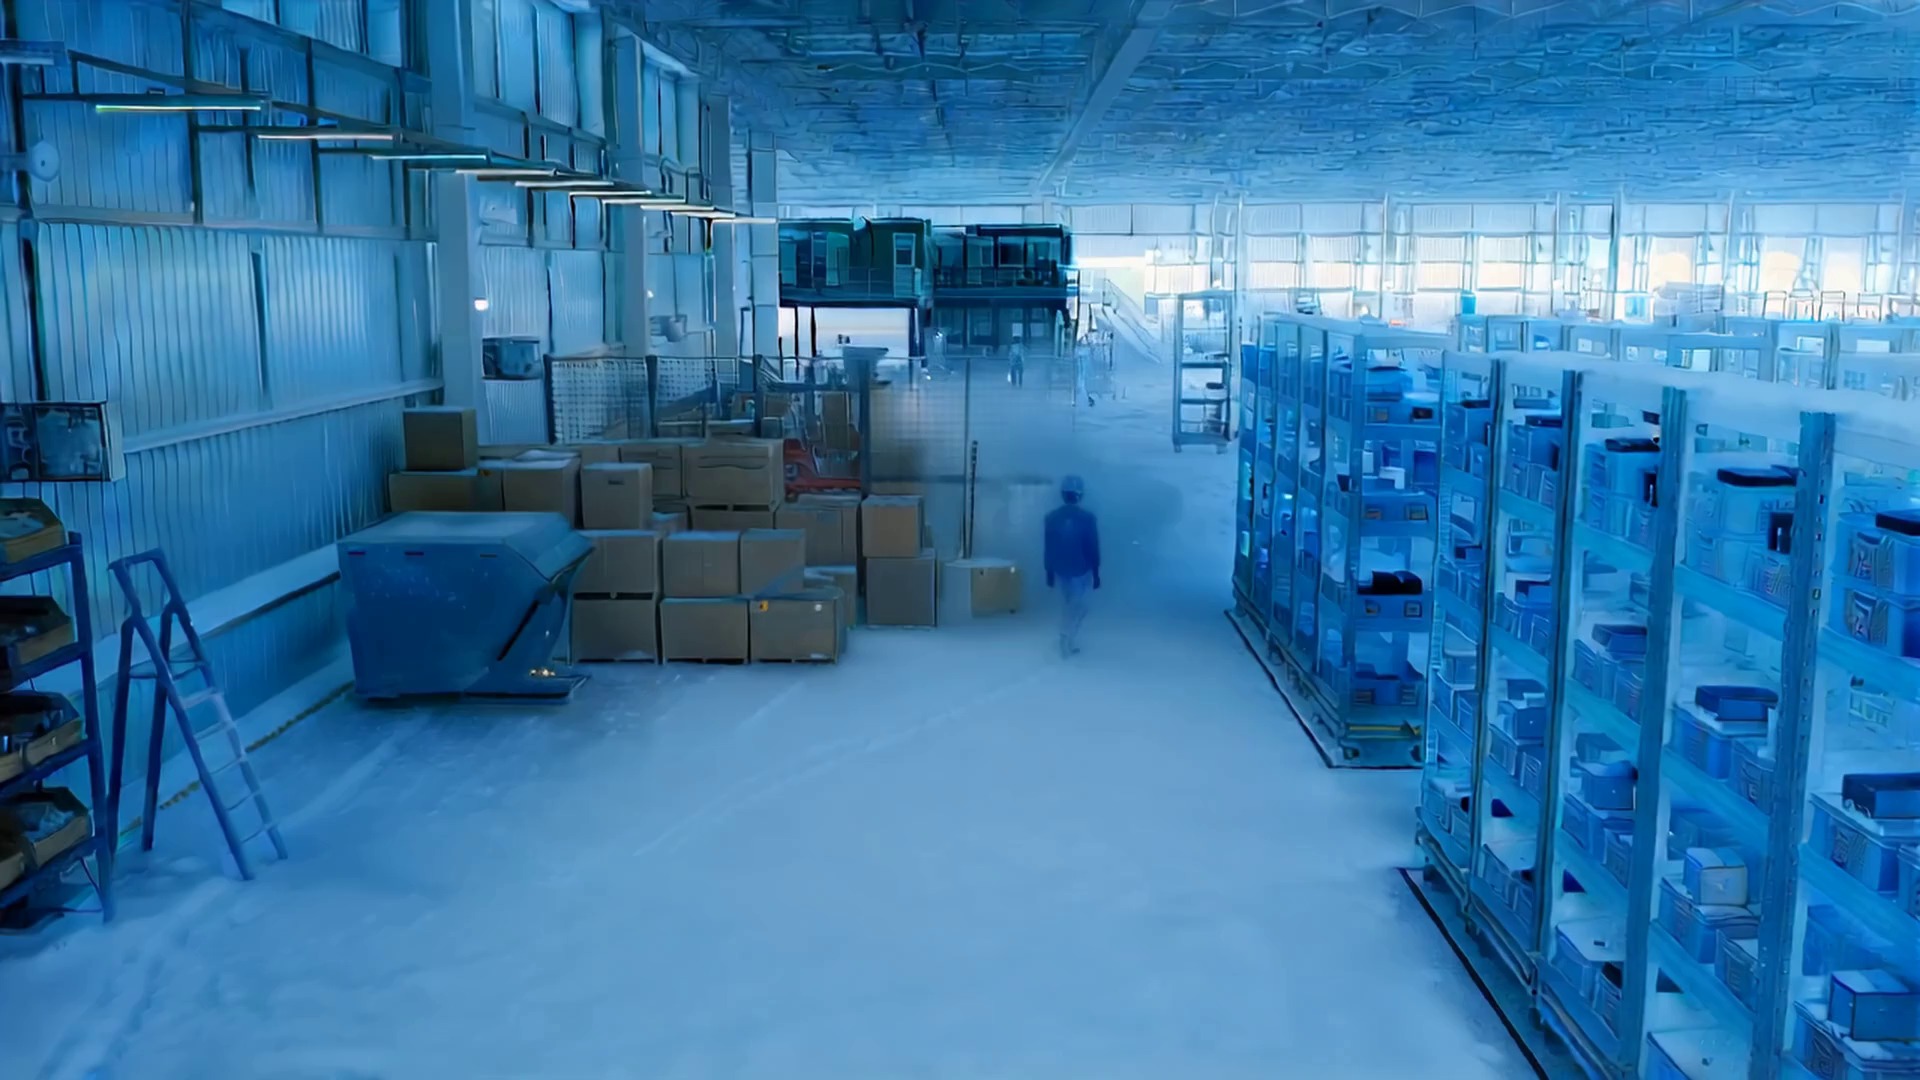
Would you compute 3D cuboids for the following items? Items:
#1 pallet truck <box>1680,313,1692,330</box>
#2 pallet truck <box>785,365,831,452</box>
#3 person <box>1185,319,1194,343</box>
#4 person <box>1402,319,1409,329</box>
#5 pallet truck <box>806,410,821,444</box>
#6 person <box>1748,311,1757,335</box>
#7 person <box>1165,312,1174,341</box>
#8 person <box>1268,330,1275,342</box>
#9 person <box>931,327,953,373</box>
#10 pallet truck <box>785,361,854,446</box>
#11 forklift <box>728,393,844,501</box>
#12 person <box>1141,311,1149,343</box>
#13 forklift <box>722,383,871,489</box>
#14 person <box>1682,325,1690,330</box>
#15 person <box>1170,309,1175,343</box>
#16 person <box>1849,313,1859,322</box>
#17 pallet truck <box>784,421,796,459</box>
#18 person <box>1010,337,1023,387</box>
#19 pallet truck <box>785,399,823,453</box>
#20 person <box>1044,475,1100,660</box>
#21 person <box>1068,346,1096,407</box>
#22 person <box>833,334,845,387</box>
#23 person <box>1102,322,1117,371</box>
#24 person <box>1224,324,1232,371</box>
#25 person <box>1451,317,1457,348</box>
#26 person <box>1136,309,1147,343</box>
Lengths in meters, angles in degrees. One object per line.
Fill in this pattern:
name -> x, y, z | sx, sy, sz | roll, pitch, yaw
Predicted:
pallet truck -> 36.315, -10.531, 84.244 | 0.823, 1.965, 1.885 | -6, 11, -33
pallet truck -> -3.774, -2.976, 37.635 | 1.885, 1.965, 0.823 | 1, 9, 5
person -> 12.991, -12.091, 94.203 | 0.574, 1.885, 0.979 | 0, 9, 0
person -> 19.207, -8.535, 71.796 | 0.394, 2.039, 0.614 | 0, 9, 1
pallet truck -> -3.559, -2.018, 33.905 | 1.522, 1.261, 0.704 | 0, 9, -1
person -> 41.640, -11.038, 87.383 | 0.623, 1.989, 0.400 | -7, 11, -35
person -> 12.196, -12.403, 96.653 | 0.908, 1.722, 0.544 | -6, 11, -33
person -> 13.771, -8.679, 73.143 | 0.892, 1.908, 0.662 | 0, 9, 0
person -> -0.800, -7.611, 66.640 | 1.025, 1.862, 0.603 | -1, 9, -6
pallet truck -> -3.410, -3.193, 38.978 | 1.885, 1.965, 0.823 | 0, 9, -1
forklift -> -2.979, -1.316, 26.476 | 2.680, 1.987, 1.157 | 0, 9, 1
person -> 10.467, -12.060, 94.167 | 0.429, 1.840, 0.624 | -3, 10, -15
forklift -> -2.893, -1.687, 28.729 | 2.680, 1.987, 1.157 | 0, 9, -1
person -> 37.162, -10.552, 84.964 | 0.638, 1.806, 0.824 | -5, 10, -27
person -> 12.146, -12.170, 94.565 | 0.364, 1.928, 0.586 | 0, 9, 0
person -> 48.210, -11.353, 89.799 | 0.963, 1.832, 0.586 | -6, 11, -31
pallet truck -> -4.013, -1.793, 32.705 | 1.601, 1.201, 0.680 | 0, 9, 1
person -> 1.990, -6.262, 58.651 | 0.526, 1.761, 0.333 | -6, 11, -31
pallet truck -> -3.814, -2.432, 36.419 | 1.630, 1.274, 0.653 | 0, 9, 1
person -> 1.146, 0.308, 17.436 | 0.629, 1.979, 0.663 | 6, 11, 33
person -> 3.705, -4.923, 50.174 | 0.934, 1.836, 0.536 | 8, 12, 39
person -> -4.313, -6.348, 58.812 | 0.479, 1.880, 0.581 | 2, 9, 13
person -> 6.041, -7.929, 68.057 | 0.684, 2.000, 0.536 | -5, 10, -28
person -> 11.016, -7.926, 68.340 | 0.347, 1.943, 0.545 | -1, 9, -6
person -> 23.759, -9.825, 80.322 | 0.602, 1.850, 0.565 | -3, 10, -16
person -> 9.888, -11.581, 90.722 | 0.622, 1.994, 0.381 | 1, 9, 4
